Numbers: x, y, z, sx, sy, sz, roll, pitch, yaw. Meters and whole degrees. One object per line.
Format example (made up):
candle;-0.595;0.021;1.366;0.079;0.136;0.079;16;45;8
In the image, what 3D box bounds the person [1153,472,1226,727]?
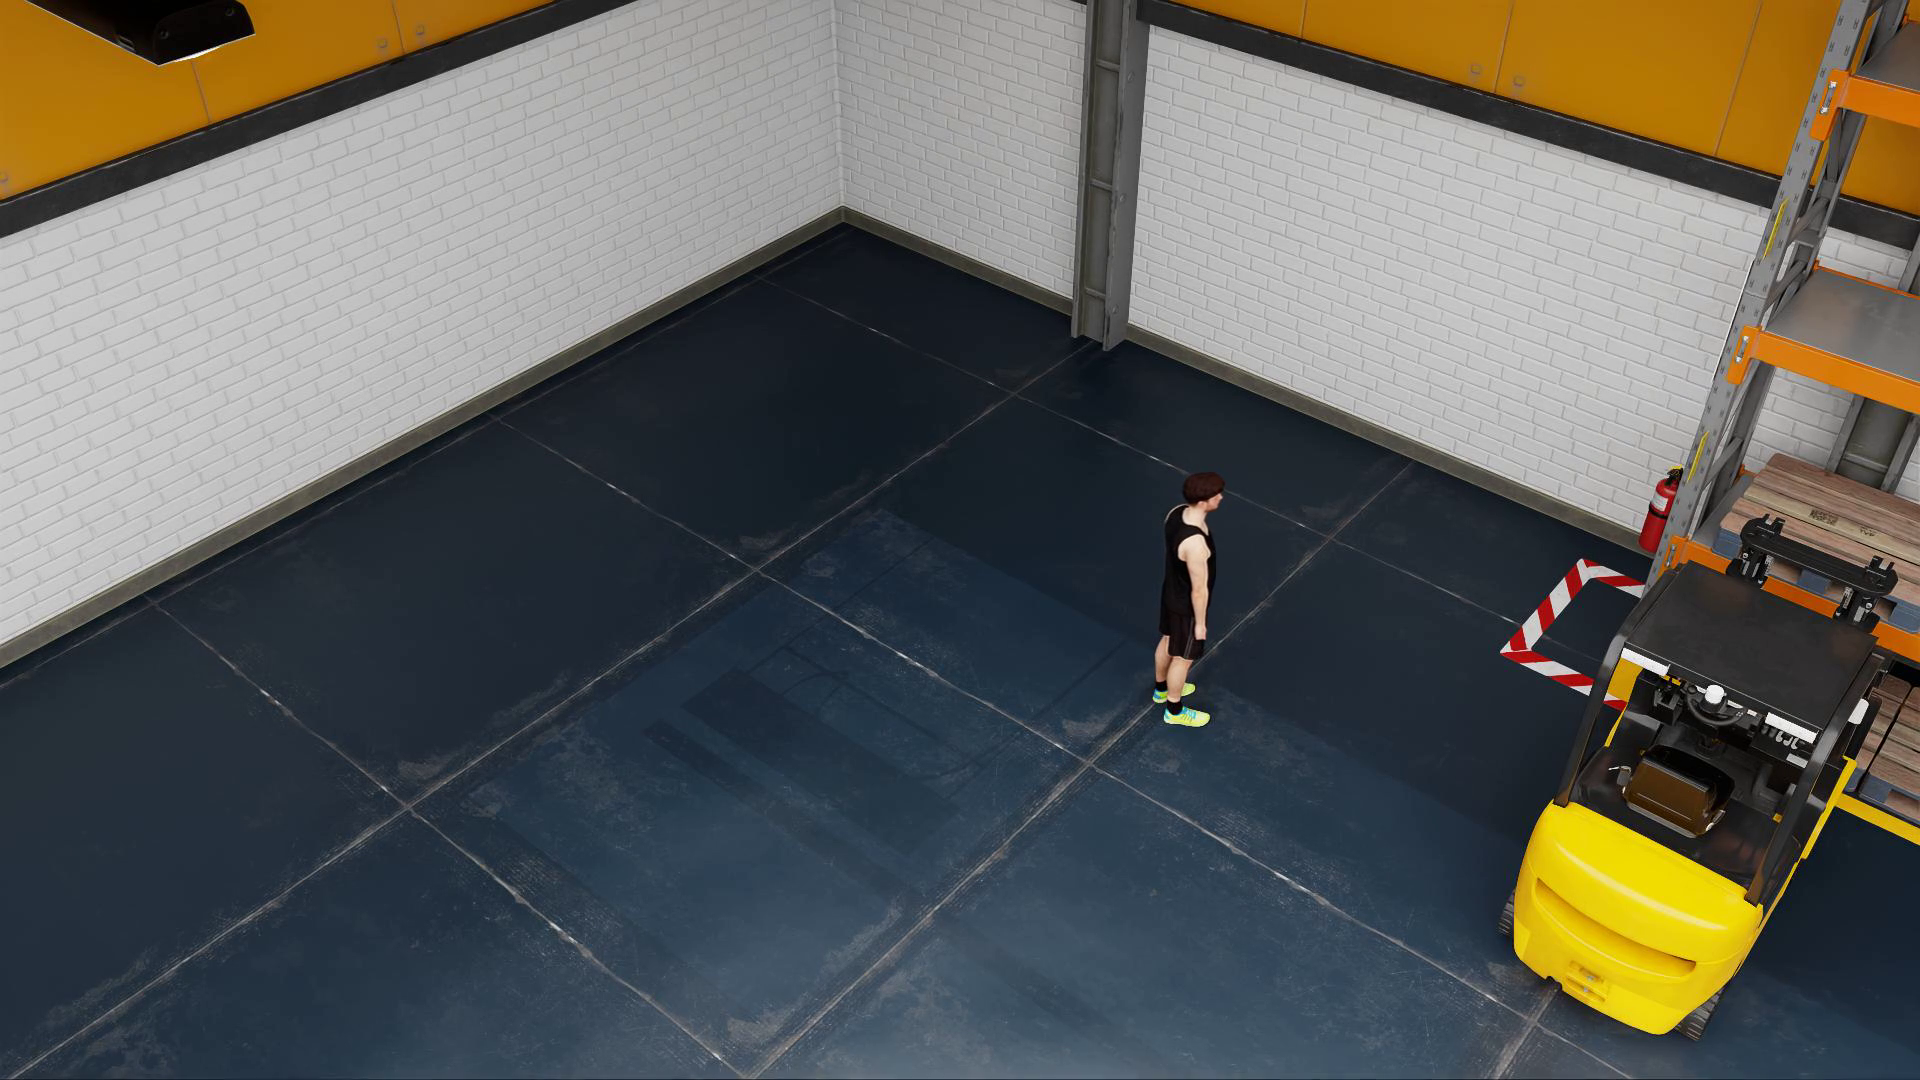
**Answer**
person;1.408;0.357;10.361;0.827;1.890;0.733;-7;39;-9
